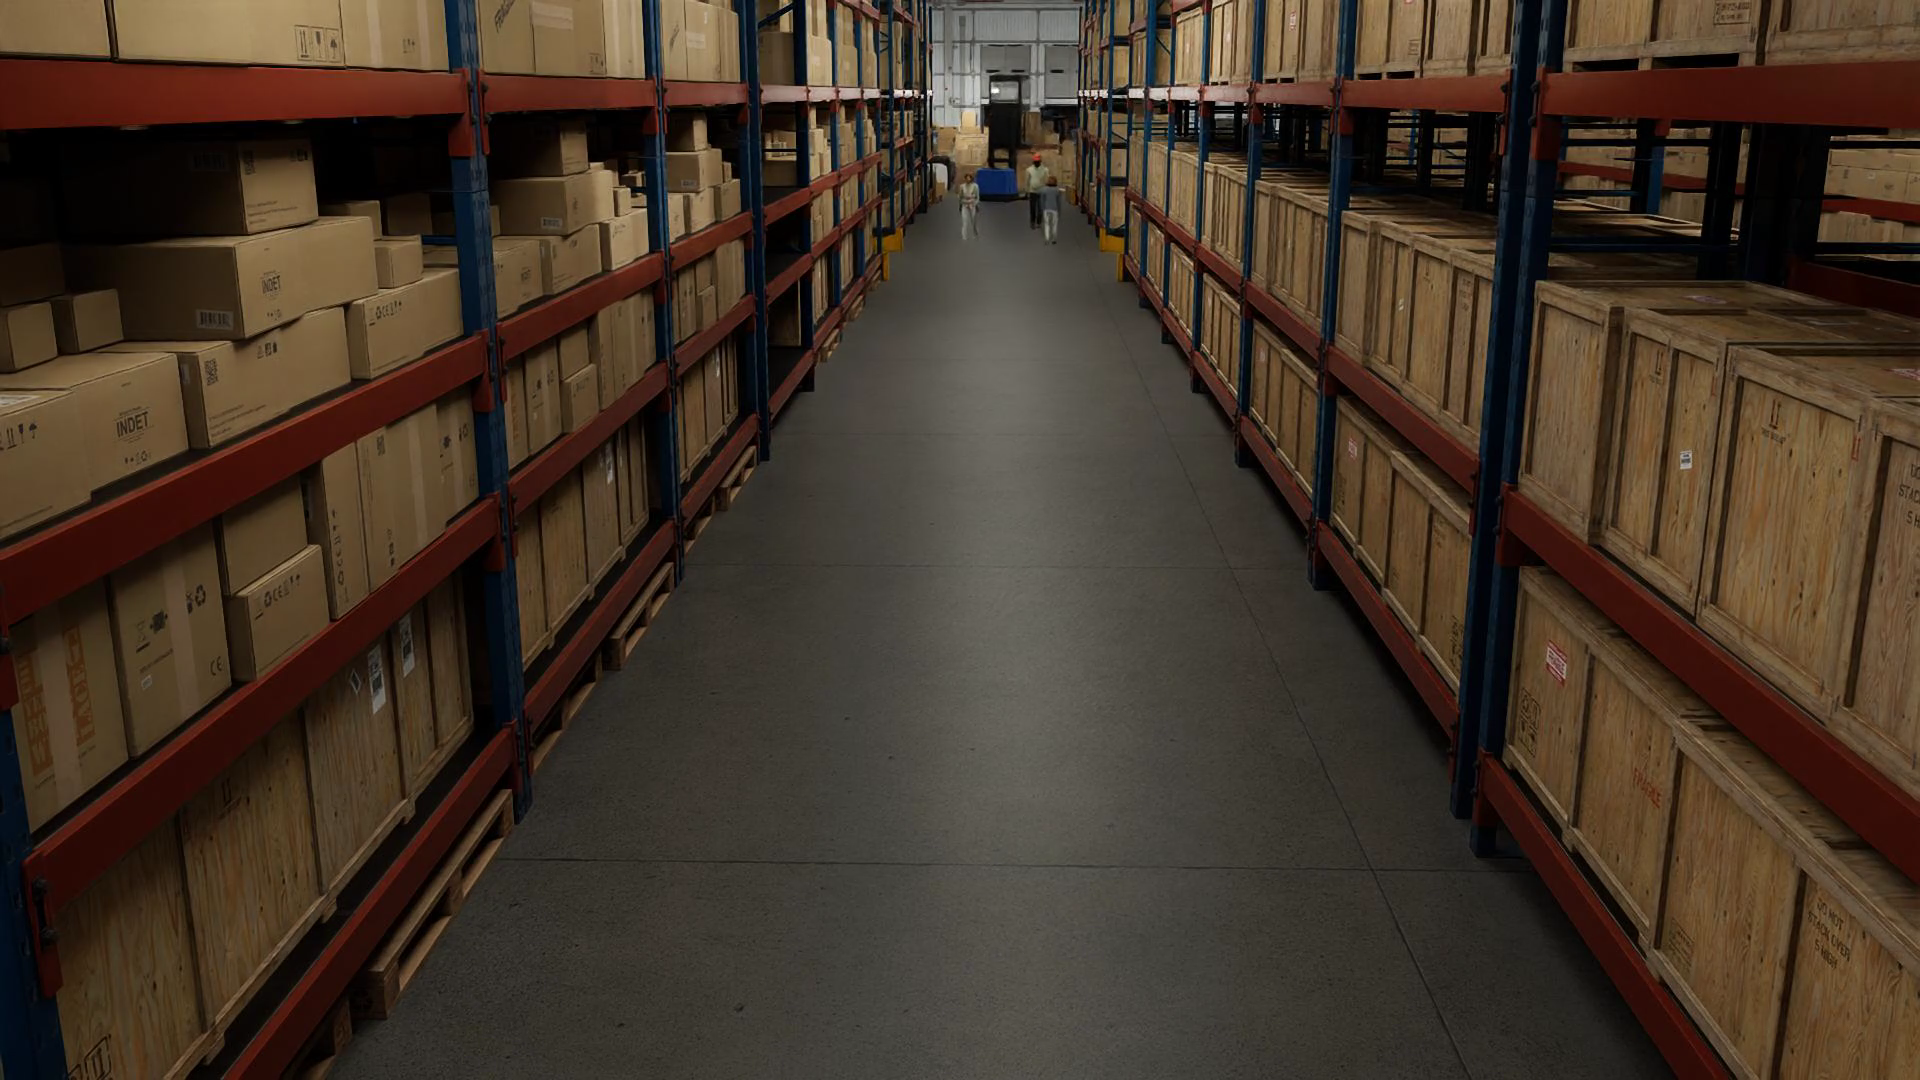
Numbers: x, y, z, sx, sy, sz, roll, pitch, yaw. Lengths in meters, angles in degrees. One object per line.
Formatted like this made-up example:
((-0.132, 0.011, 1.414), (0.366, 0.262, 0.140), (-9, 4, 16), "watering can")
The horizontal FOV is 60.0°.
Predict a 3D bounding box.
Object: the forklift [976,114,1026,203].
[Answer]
((1.337, -12.357, 53.769), (1.129, 2.768, 1.873), (6, 16, 22), "forklift")

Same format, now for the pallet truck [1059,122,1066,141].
((5.788, -21.111, 88.014), (1.885, 1.965, 0.823), (5, 16, 18), "pallet truck")

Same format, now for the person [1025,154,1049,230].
((2.020, -9.093, 43.409), (0.633, 1.947, 1.016), (1, 15, 3), "person")

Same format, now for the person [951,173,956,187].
((0.056, -14.215, 62.614), (1.011, 1.875, 0.610), (-4, 16, -15), "person")

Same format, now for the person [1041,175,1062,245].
((2.118, -7.686, 38.807), (0.505, 1.609, 0.698), (2, 15, 7), "person")

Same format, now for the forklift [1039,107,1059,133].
((4.232, -19.269, 79.486), (1.129, 2.768, 1.873), (-8, 17, -26), "forklift")

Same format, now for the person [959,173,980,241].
((0.247, -8.075, 40.256), (0.526, 1.616, 0.750), (4, 16, 14), "person")

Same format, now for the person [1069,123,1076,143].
((5.975, -21.426, 89.350), (0.707, 1.913, 0.560), (7, 16, 23), "person")
